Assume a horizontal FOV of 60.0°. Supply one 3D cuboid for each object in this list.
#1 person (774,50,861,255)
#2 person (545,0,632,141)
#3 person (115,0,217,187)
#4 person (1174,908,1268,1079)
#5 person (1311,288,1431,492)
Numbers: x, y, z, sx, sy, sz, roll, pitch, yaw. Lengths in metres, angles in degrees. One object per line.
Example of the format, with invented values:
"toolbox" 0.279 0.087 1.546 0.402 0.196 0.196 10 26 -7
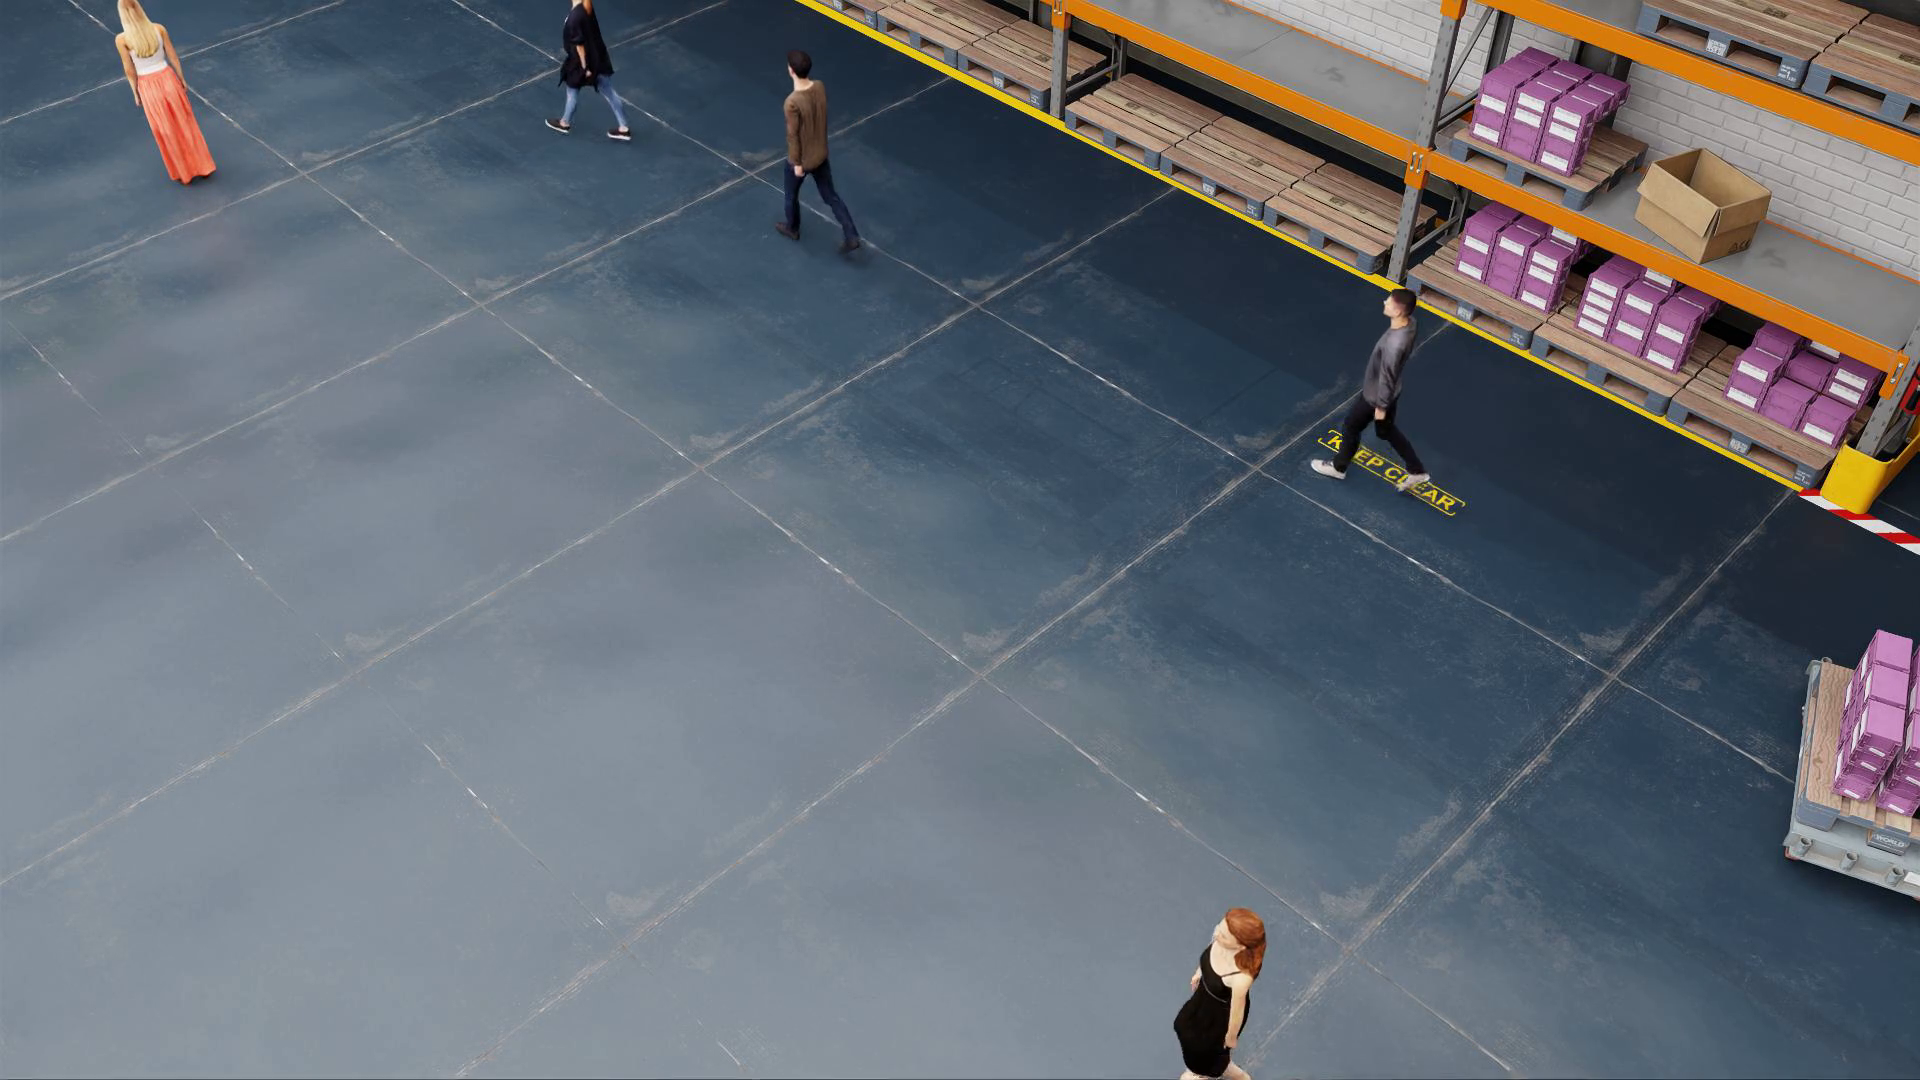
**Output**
"person" -1.227 -3.250 14.188 1.226 1.849 0.742 29 51 27
"person" -3.404 -4.495 15.647 1.165 1.639 0.950 12 45 13
"person" -7.249 -4.068 15.081 0.661 1.802 0.617 -27 50 -26
"person" 1.418 2.369 8.463 0.808 1.610 0.749 -1 44 -1
"person" 3.107 -1.034 11.946 1.179 1.733 0.849 21 47 20
